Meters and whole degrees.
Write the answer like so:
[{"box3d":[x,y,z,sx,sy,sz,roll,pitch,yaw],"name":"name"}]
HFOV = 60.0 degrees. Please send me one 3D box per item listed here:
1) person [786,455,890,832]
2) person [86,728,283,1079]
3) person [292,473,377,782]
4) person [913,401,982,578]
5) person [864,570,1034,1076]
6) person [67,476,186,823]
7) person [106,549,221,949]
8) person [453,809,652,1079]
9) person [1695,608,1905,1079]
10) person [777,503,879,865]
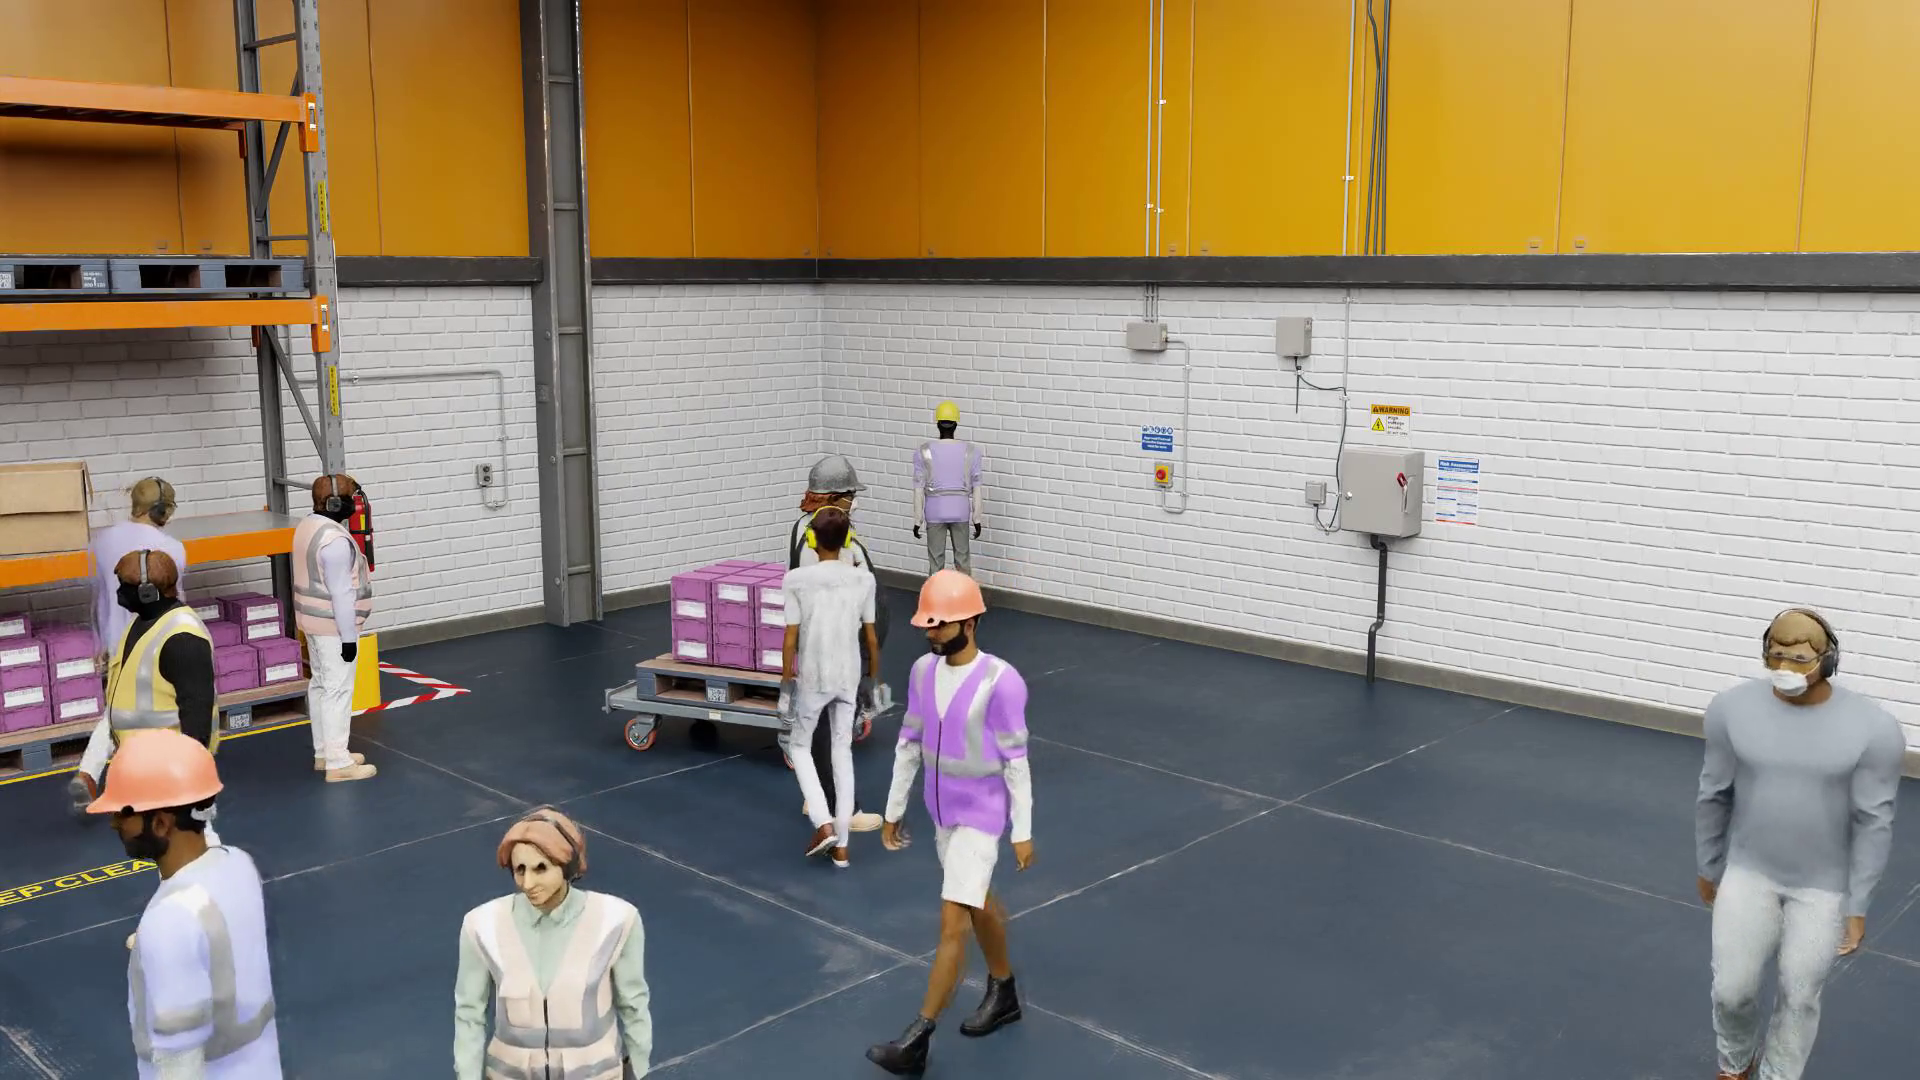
[{"box3d":[-0.651,0.548,9.065,0.536,2.000,0.676,-4,10,-24],"name":"person"},{"box3d":[-1.885,1.407,4.169,0.462,1.920,0.565,-1,9,-5],"name":"person"},{"box3d":[-3.717,0.517,9.909,0.431,1.836,0.619,-7,12,-37],"name":"person"},{"box3d":[-0.109,-0.208,14.049,0.593,1.925,0.384,-1,9,-8],"name":"person"},{"box3d":[-0.085,1.061,6.351,0.941,1.892,0.576,-8,12,-41],"name":"person"},{"box3d":[-4.582,0.606,9.180,0.639,1.899,0.872,3,10,20],"name":"person"},{"box3d":[-3.461,0.945,7.254,0.430,1.841,0.624,-9,13,-42],"name":"person"},{"box3d":[-1.115,1.508,4.573,0.516,1.584,0.881,0,9,-2],"name":"person"},{"box3d":[2.800,1.170,5.640,0.625,1.919,0.449,6,11,34],"name":"person"},{"box3d":[-0.682,0.736,8.475,0.554,1.852,0.388,-4,10,-21],"name":"person"}]
